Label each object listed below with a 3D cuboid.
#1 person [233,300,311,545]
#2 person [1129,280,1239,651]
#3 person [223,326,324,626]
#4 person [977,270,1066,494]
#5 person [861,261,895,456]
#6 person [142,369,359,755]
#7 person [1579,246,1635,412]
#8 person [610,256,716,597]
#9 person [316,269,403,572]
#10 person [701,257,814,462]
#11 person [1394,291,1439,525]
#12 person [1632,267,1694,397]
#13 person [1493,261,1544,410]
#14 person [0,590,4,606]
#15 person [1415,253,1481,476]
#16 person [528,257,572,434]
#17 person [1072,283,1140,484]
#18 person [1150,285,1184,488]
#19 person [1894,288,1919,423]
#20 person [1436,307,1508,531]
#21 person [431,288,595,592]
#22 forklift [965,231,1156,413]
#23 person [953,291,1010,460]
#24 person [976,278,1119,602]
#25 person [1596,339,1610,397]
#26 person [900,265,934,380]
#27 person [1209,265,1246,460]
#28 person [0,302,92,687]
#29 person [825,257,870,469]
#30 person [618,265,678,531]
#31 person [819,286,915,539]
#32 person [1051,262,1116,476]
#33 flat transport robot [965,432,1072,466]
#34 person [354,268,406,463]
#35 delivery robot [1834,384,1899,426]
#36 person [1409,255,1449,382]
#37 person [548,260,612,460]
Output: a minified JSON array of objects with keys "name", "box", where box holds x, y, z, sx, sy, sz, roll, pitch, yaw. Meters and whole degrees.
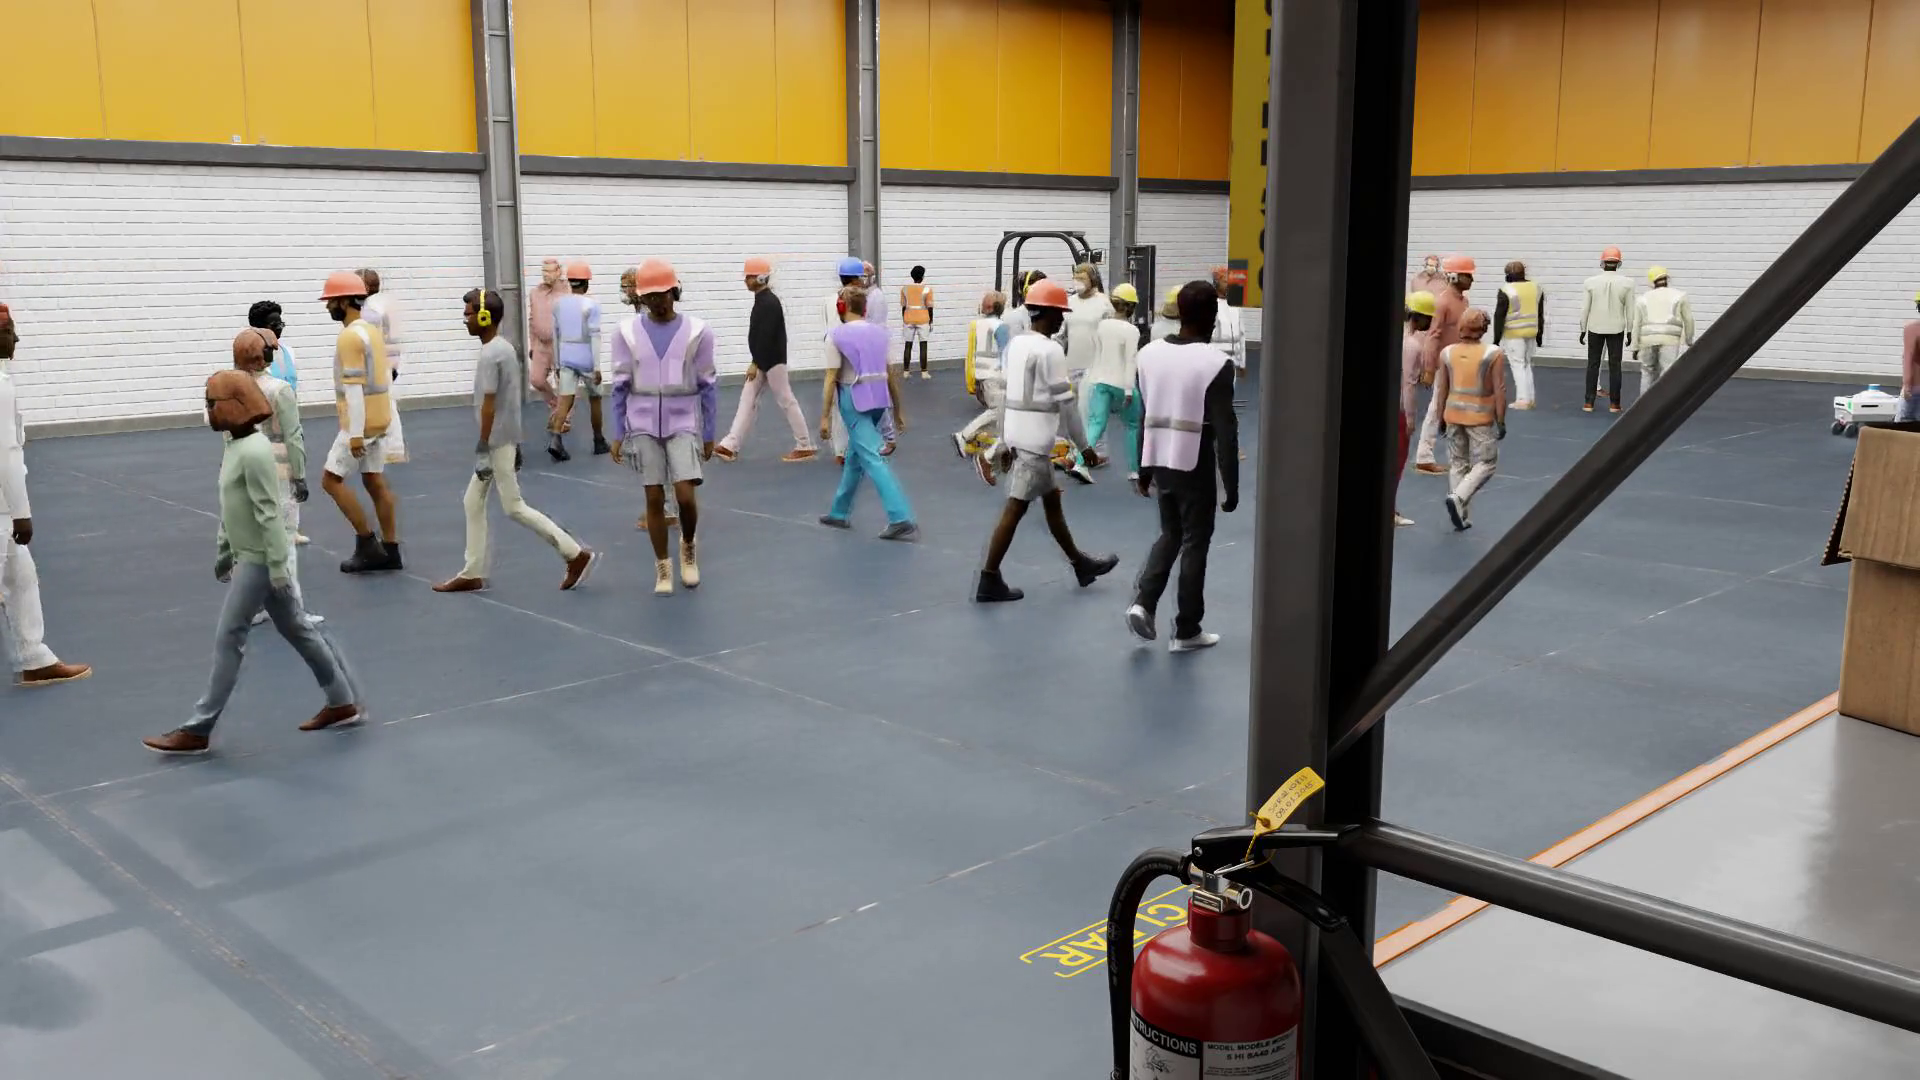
[{"name":"person","box":[-4.667,-0.770,11.283,0.321,1.697,0.530,3,11,17]},{"name":"person","box":[1.149,-0.360,8.462,0.439,1.906,0.628,-9,14,-41]},{"name":"person","box":[-3.762,-0.329,9.024,0.513,1.645,0.307,4,11,21]},{"name":"person","box":[0.521,-1.308,13.784,0.702,1.853,0.532,6,12,30]},{"name":"person","box":[-0.901,-1.773,16.256,0.439,1.894,0.830,-3,11,-16]},{"name":"person","box":[-2.969,0.082,6.943,0.874,1.585,0.524,-6,12,-29]},{"name":"person","box":[7.834,-2.545,20.151,0.625,1.991,0.391,4,11,21]},{"name":"person","box":[-1.740,-0.653,9.794,0.607,2.013,0.422,-1,10,-5]},{"name":"person","box":[-3.796,-0.734,10.480,0.508,1.914,0.569,-1,10,-3]},{"name":"person","box":[-1.867,-1.667,15.559,1.067,1.928,0.610,-4,11,-21]},{"name":"person","box":[3.192,-0.953,12.189,0.547,1.727,0.566,0,10,-2]},{"name":"person","box":[8.217,-2.299,19.476,0.663,1.758,0.798,7,13,34]},{"name":"person","box":[6.850,-2.503,20.428,0.666,1.813,0.465,-5,11,-24]},{"name":"person","box":[-5.757,-0.567,9.317,0.634,2.004,0.928,9,14,40]},{"name":"person","box":[4.402,-1.519,14.611,0.819,1.961,0.622,6,12,31]},{"name":"person","box":[-4.383,-2.088,17.927,0.672,1.892,0.419,4,11,21]},{"name":"person","box":[1.318,-1.341,14.311,0.844,1.725,0.506,-9,14,-41]},{"name":"person","box":[1.766,-1.228,13.677,0.383,1.730,0.513,-9,13,-39]},{"name":"person","box":[8.490,-1.386,14.606,0.512,1.712,0.884,0,10,0]},{"name":"person","box":[3.623,-0.846,11.872,0.532,1.620,0.518,10,15,44]},{"name":"person","box":[-2.681,-0.579,9.900,0.917,1.831,0.532,-2,11,-8]},{"name":"forklift","box":[1.222,-2.721,20.561,2.313,2.155,1.214,2,11,13]},{"name":"person","box":[0.240,-1.532,15.645,0.628,1.614,0.513,-5,11,-24]},{"name":"person","box":[0.517,-0.583,9.763,1.013,1.870,0.546,-4,11,-21]},{"name":"person","box":[8.535,-2.716,22.067,0.284,1.633,0.500,6,12,29]},{"name":"person","box":[-0.635,-3.222,24.678,0.529,1.690,0.321,3,11,17]},{"name":"person","box":[2.469,-1.719,16.028,0.583,1.857,0.839,-7,13,-35]},{"name":"person","box":[-4.546,-0.165,7.581,0.586,1.854,0.889,9,14,42]},{"name":"person","box":[-0.984,-1.608,15.199,0.479,1.930,0.642,-8,13,-37]},{"name":"person","box":[-2.259,-1.006,11.983,0.449,1.922,0.633,-4,11,-23]},{"name":"person","box":[-0.688,-0.916,11.867,0.999,1.788,0.625,9,13,39]},{"name":"person","box":[1.075,-1.529,14.901,0.647,1.880,1.031,8,13,36]},{"name":"flat transport robot","box":[0.602,-0.878,15.762,0.652,0.197,1.431,-4,11,-22]},{"name":"person","box":[-5.585,-1.610,15.526,0.783,1.815,0.661,-1,10,-4]},{"name":"delivery robot","box":[9.657,-1.405,17.603,0.707,0.478,0.477,0,10,-1]},{"name":"person","box":[6.819,-3.213,24.210,0.655,1.847,0.980,7,12,32]},{"name":"person","box":[-3.676,-1.718,15.910,0.558,1.902,0.945,4,11,19]}]
